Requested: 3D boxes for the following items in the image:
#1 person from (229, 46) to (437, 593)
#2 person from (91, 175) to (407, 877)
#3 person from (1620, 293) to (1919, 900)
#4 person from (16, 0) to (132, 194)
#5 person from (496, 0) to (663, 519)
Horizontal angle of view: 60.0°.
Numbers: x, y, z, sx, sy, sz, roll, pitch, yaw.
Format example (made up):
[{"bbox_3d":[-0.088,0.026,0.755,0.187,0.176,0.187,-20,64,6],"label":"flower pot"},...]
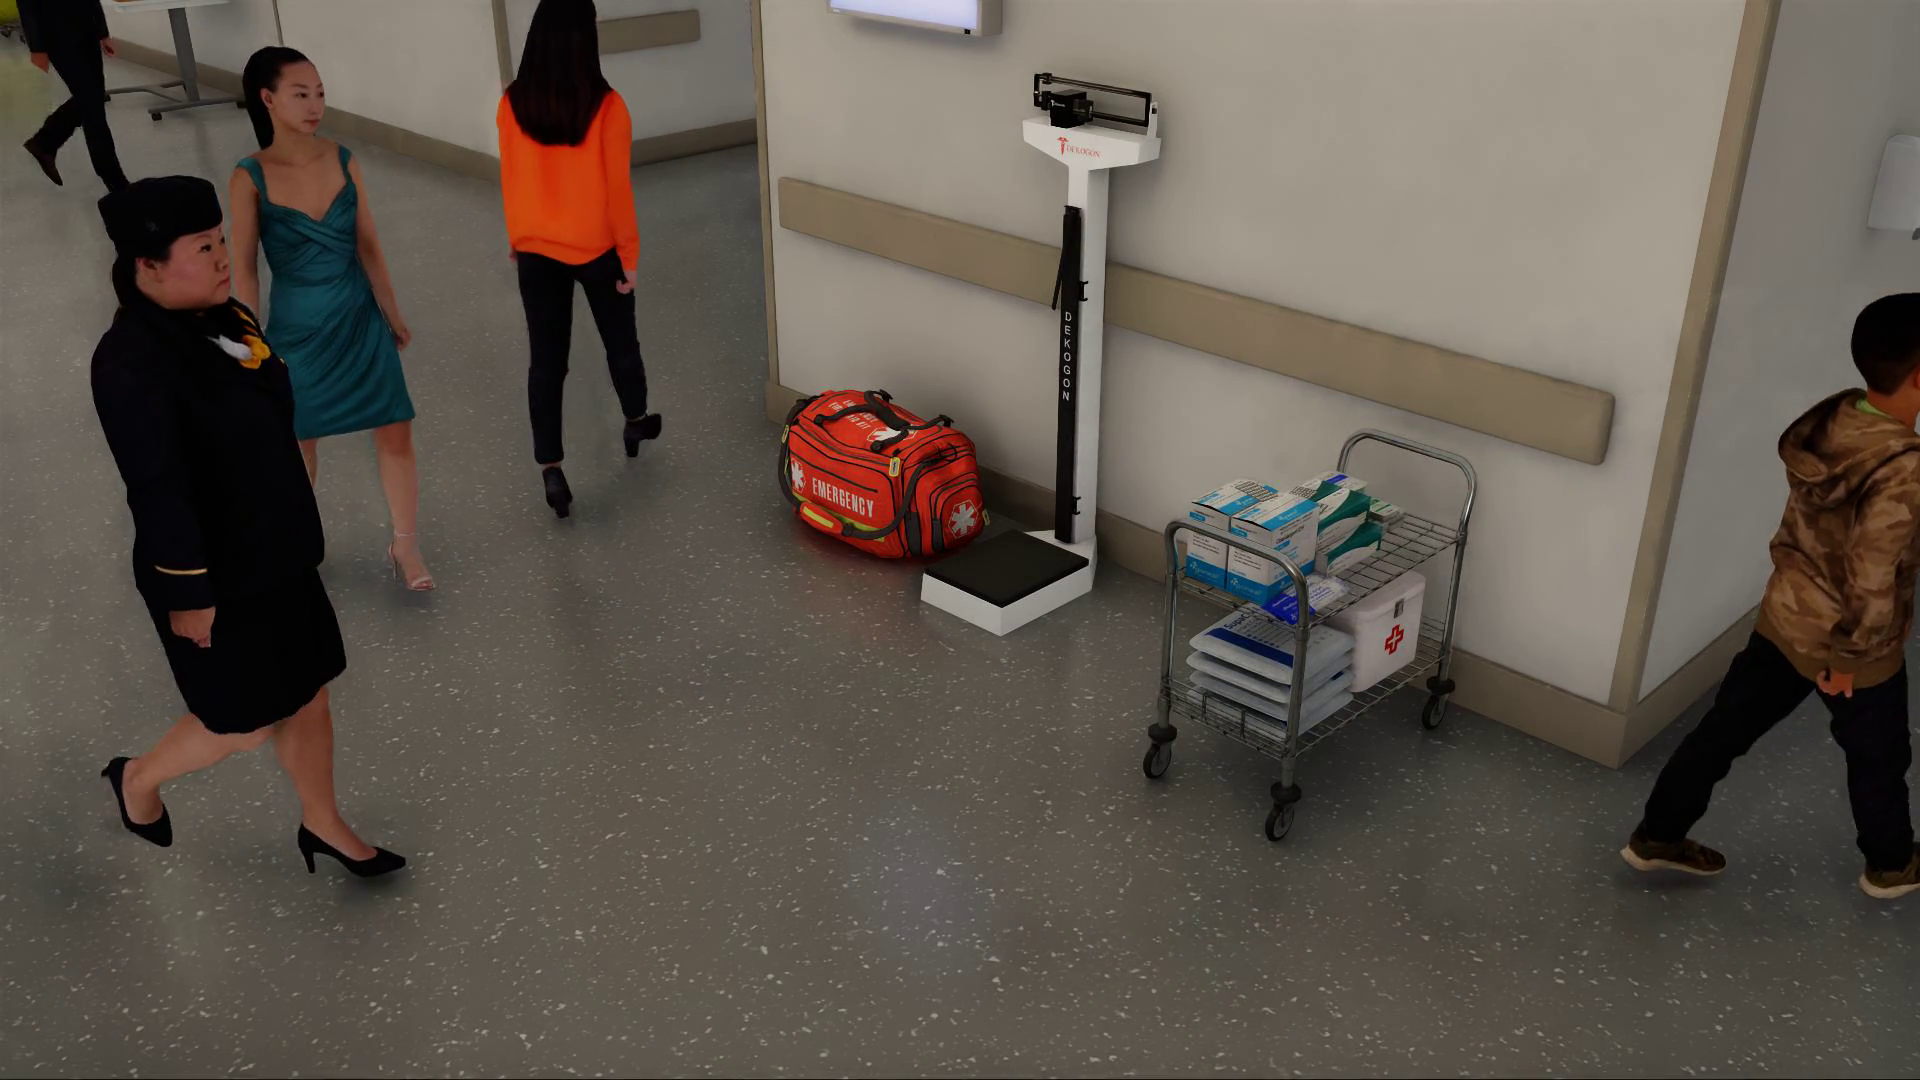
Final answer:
[{"bbox_3d":[-1.925,-0.628,5.020,0.713,1.651,0.843,-13,29,-26],"label":"person"},{"bbox_3d":[-1.644,0.054,3.602,1.059,1.654,0.985,2,26,3],"label":"person"},{"bbox_3d":[1.809,0.181,3.610,1.006,1.417,0.995,-2,26,-5],"label":"person"},{"bbox_3d":[-5.082,-2.830,9.363,1.195,1.845,1.009,6,26,12],"label":"person"},{"bbox_3d":[-1.304,-0.896,5.502,1.085,1.714,1.099,2,26,4],"label":"person"}]
